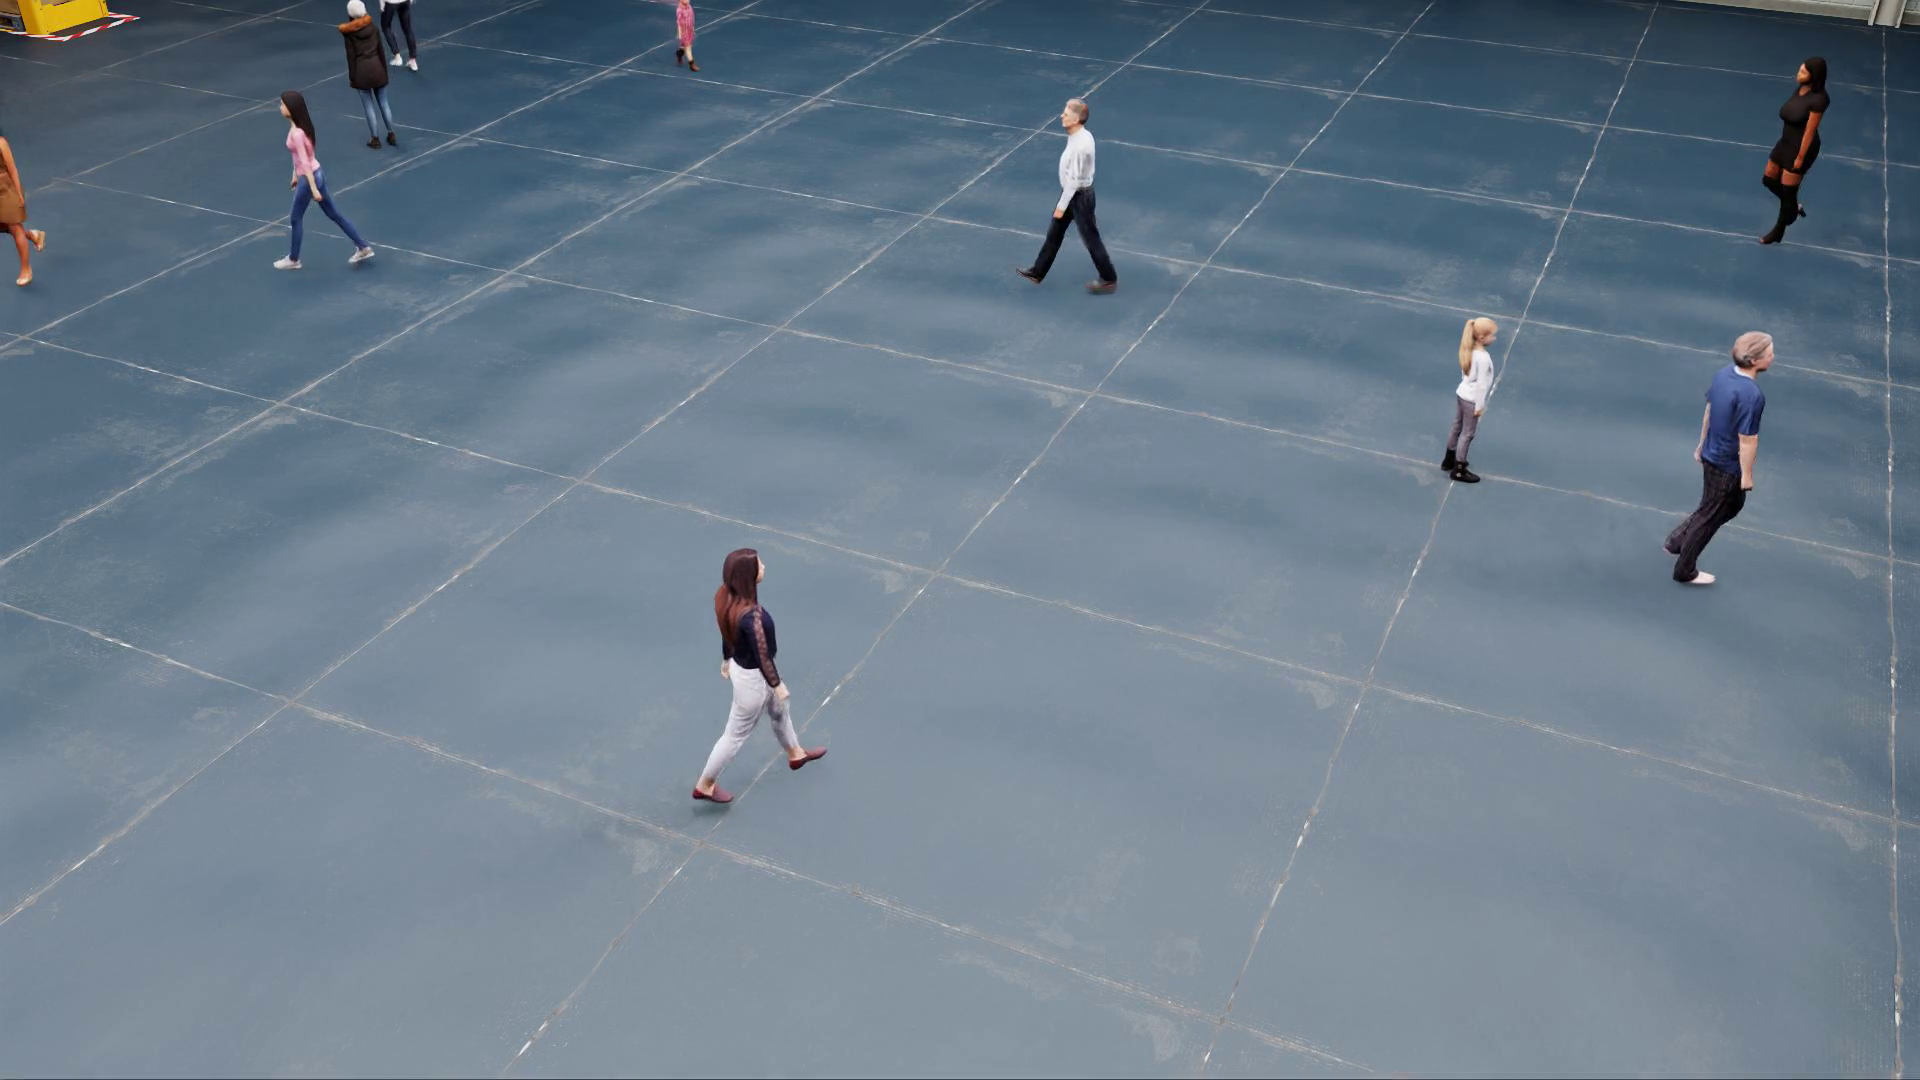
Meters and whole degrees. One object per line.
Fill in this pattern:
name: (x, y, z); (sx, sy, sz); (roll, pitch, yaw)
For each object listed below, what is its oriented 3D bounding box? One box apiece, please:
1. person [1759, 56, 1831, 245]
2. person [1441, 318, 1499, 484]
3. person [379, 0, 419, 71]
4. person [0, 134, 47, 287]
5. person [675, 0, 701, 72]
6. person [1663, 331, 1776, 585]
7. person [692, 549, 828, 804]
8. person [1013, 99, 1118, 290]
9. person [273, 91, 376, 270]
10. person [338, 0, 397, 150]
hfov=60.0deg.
person: (8.180, -3.757, 16.115); (0.915, 1.846, 0.840); (-3, 32, -5)
person: (3.793, -1.056, 12.366); (0.600, 1.278, 0.566); (-2, 32, -3)
person: (-7.108, -6.798, 21.079); (0.743, 1.692, 0.745); (-27, 41, -36)
person: (-8.827, -3.218, 15.417); (0.831, 1.678, 0.766); (5, 33, 8)
person: (-3.532, -6.550, 21.324); (0.710, 1.012, 0.527); (25, 40, 33)
person: (4.947, -0.509, 10.955); (0.783, 1.857, 0.761); (4, 32, 6)
person: (-1.202, 0.794, 9.160); (1.108, 1.569, 1.086); (-13, 35, -20)
person: (1.155, -3.078, 15.113); (1.287, 1.767, 1.028); (-1, 32, -2)
person: (-6.008, -3.357, 15.619); (1.198, 1.698, 0.994); (-5, 33, -8)
person: (-6.630, -5.228, 18.644); (0.718, 1.635, 0.723); (-27, 41, -35)
